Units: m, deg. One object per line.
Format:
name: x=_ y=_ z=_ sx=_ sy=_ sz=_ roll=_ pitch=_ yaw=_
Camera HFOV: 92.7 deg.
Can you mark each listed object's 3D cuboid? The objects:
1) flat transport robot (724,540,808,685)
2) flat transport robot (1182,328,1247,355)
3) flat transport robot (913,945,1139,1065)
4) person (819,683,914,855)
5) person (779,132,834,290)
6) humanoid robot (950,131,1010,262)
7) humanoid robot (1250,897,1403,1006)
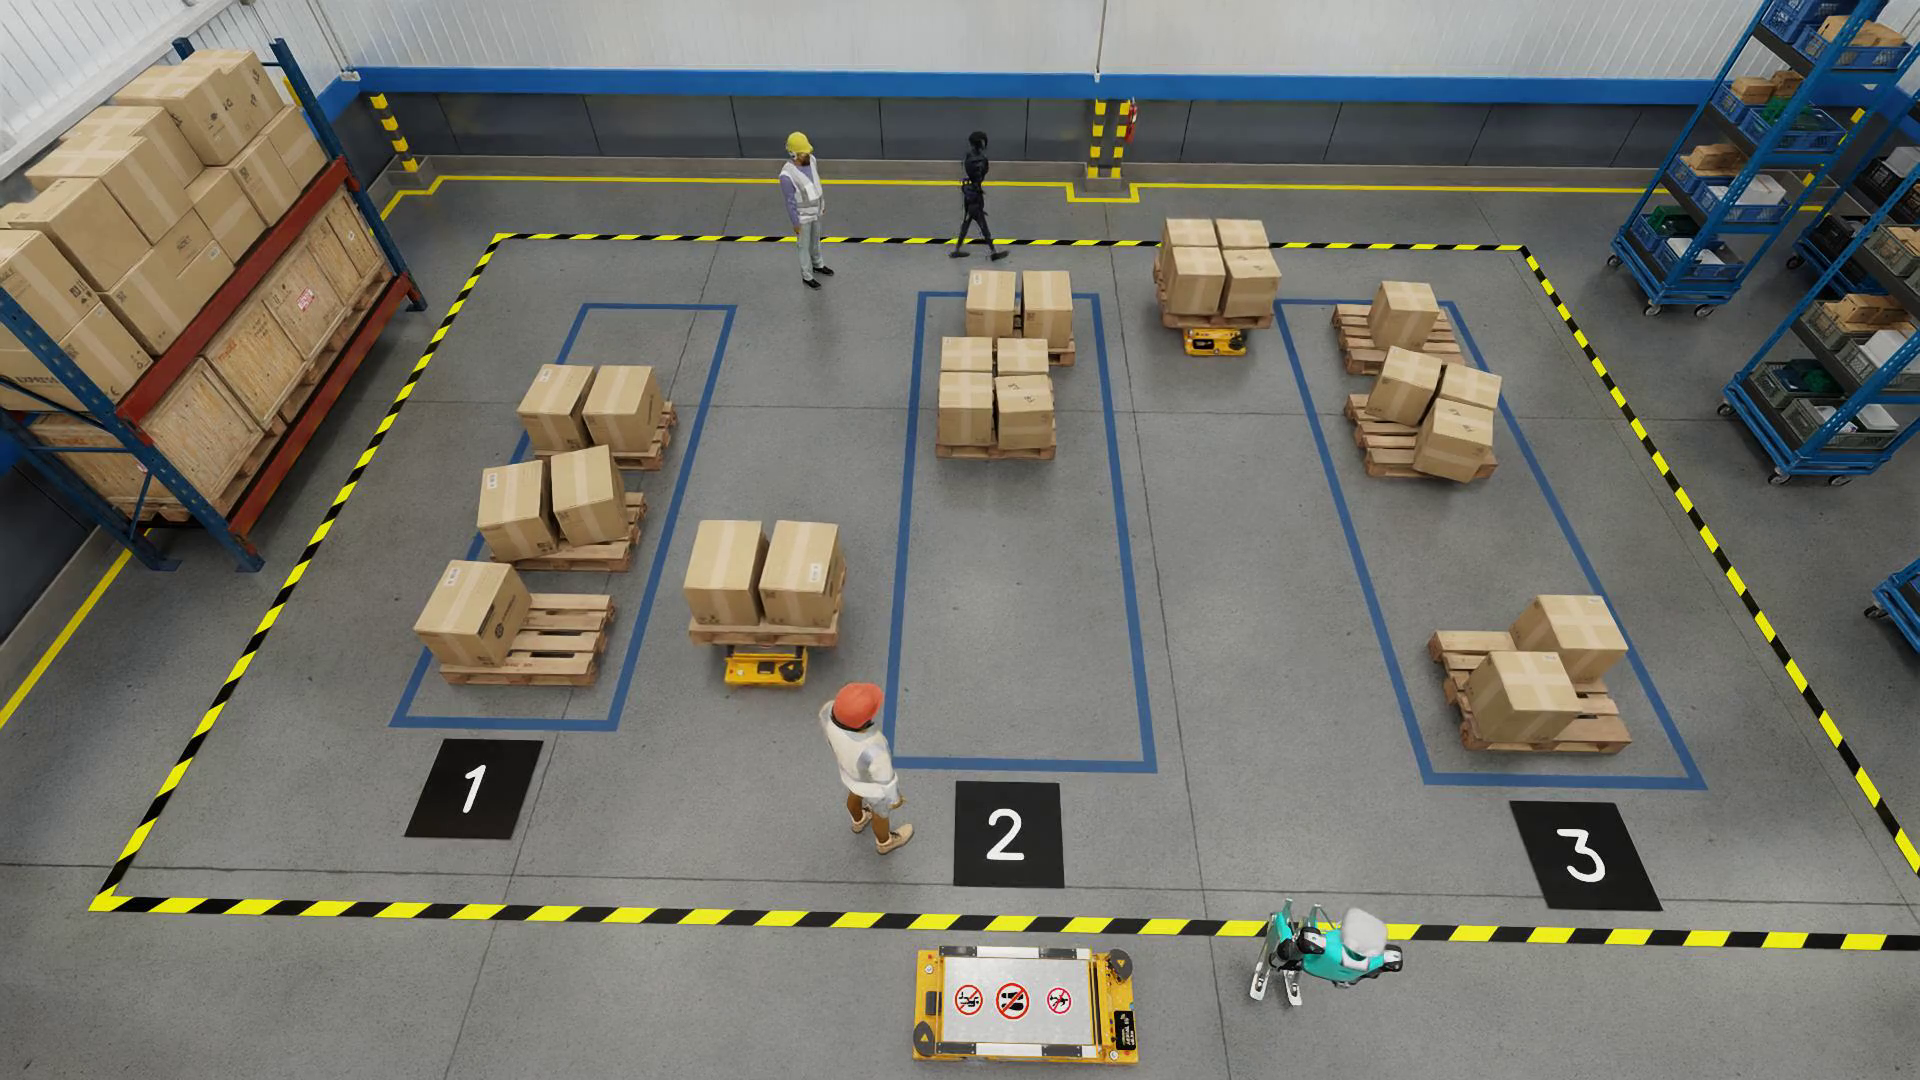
flat transport robot: x=-1.606 y=0.595 z=7.983 sx=0.652 sy=0.197 sz=1.431 roll=1 pitch=51 yaw=1
flat transport robot: x=2.883 y=-2.681 z=10.653 sx=0.652 sy=0.197 sz=1.431 roll=1 pitch=51 yaw=1
flat transport robot: x=0.422 y=3.041 z=6.007 sx=1.431 sy=0.231 sz=0.659 roll=1 pitch=51 yaw=1
person: x=-0.609 y=1.530 z=6.093 sx=0.606 sy=2.048 sz=0.366 roll=36 pitch=59 yaw=25
person: x=-1.756 y=-3.788 z=10.562 sx=0.404 sy=1.837 sz=0.586 roll=21 pitch=54 yaw=16
humanoid robot: x=0.237 y=-4.096 z=10.935 sx=0.735 sy=1.630 sz=0.590 roll=-7 pitch=51 yaw=-6
humanoid robot: x=2.140 y=2.375 z=5.516 sx=0.533 sy=1.677 sz=0.735 roll=9 pitch=51 yaw=8
